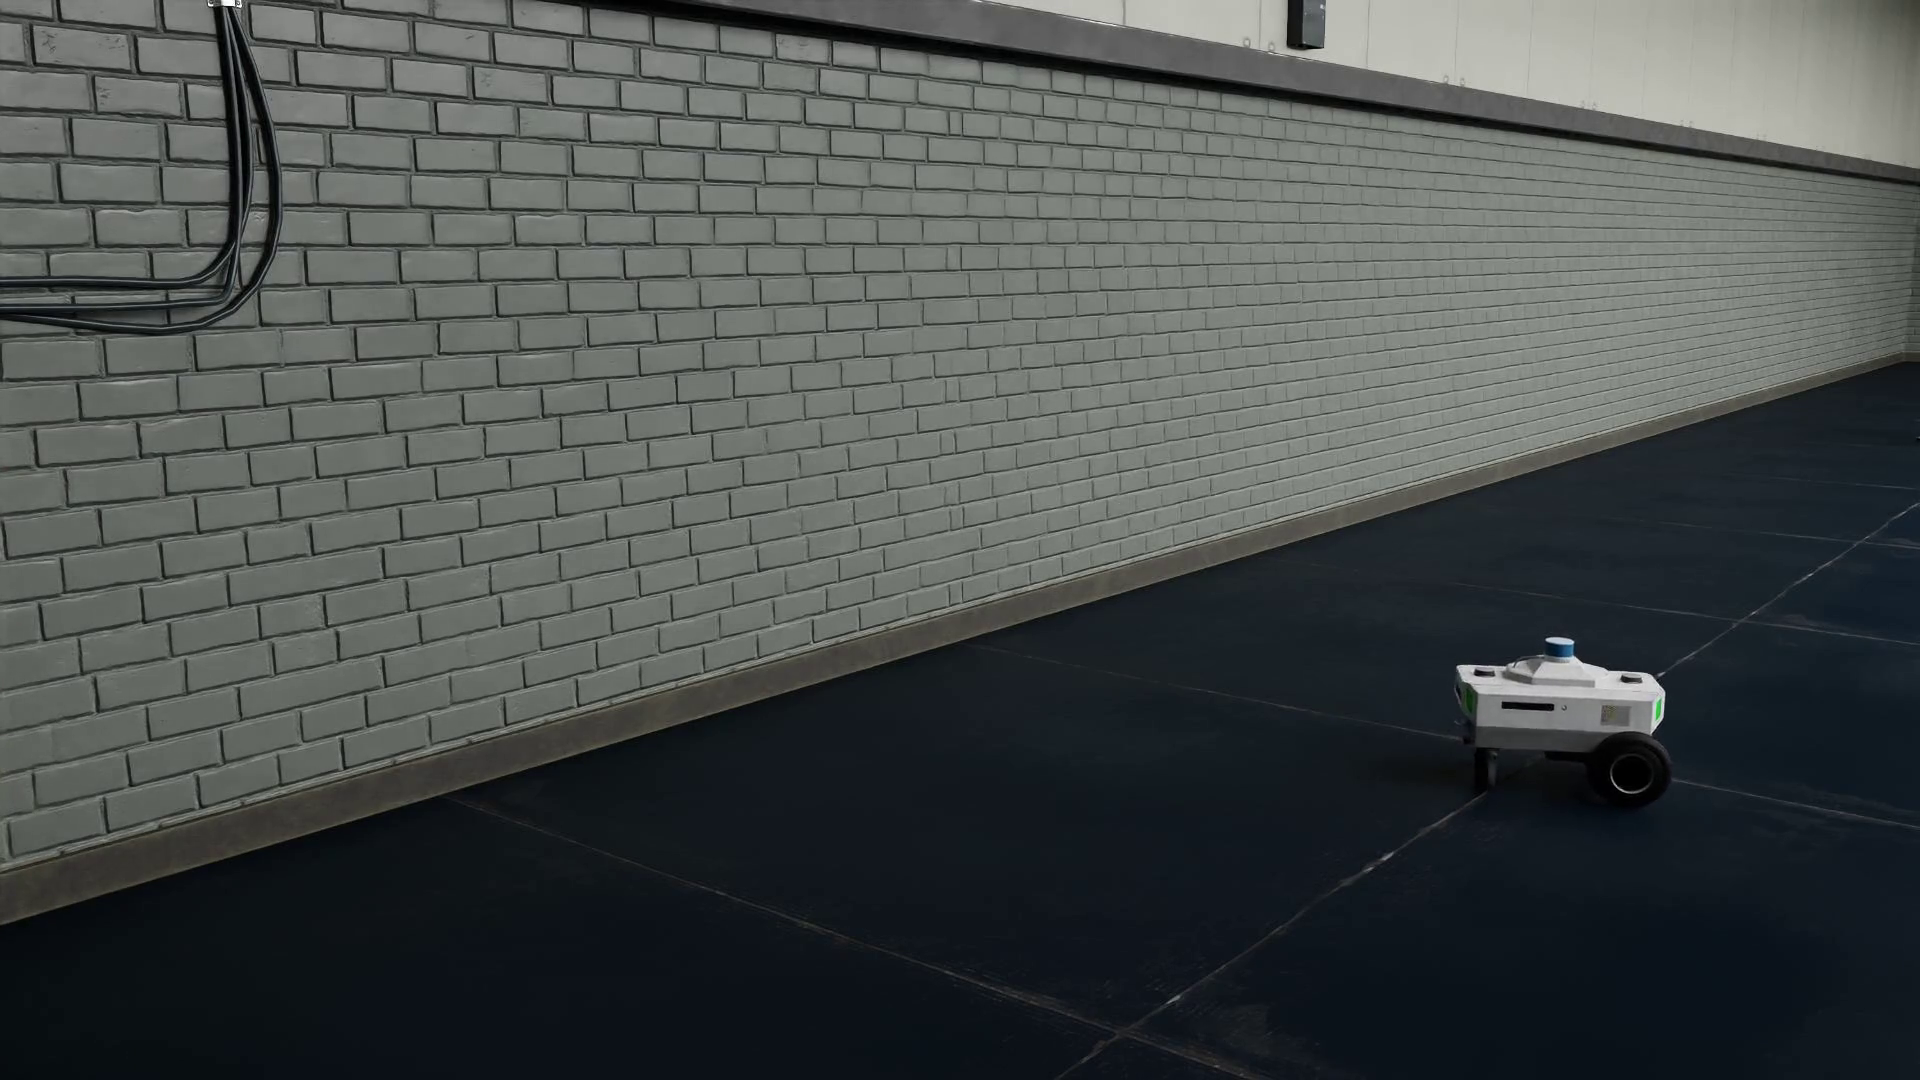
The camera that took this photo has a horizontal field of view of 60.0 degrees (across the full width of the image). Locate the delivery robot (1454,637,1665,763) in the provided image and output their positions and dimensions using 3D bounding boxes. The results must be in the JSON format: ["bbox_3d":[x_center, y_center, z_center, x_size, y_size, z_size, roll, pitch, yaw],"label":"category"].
[{"bbox_3d":[2.198,0.604,6.143,0.707,0.478,0.477,2,10,10],"label":"delivery robot"}]

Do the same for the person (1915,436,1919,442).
[{"bbox_3d":[9.819,-1.745,16.408,0.853,1.588,0.533,-7,12,-34],"label":"person"}]
